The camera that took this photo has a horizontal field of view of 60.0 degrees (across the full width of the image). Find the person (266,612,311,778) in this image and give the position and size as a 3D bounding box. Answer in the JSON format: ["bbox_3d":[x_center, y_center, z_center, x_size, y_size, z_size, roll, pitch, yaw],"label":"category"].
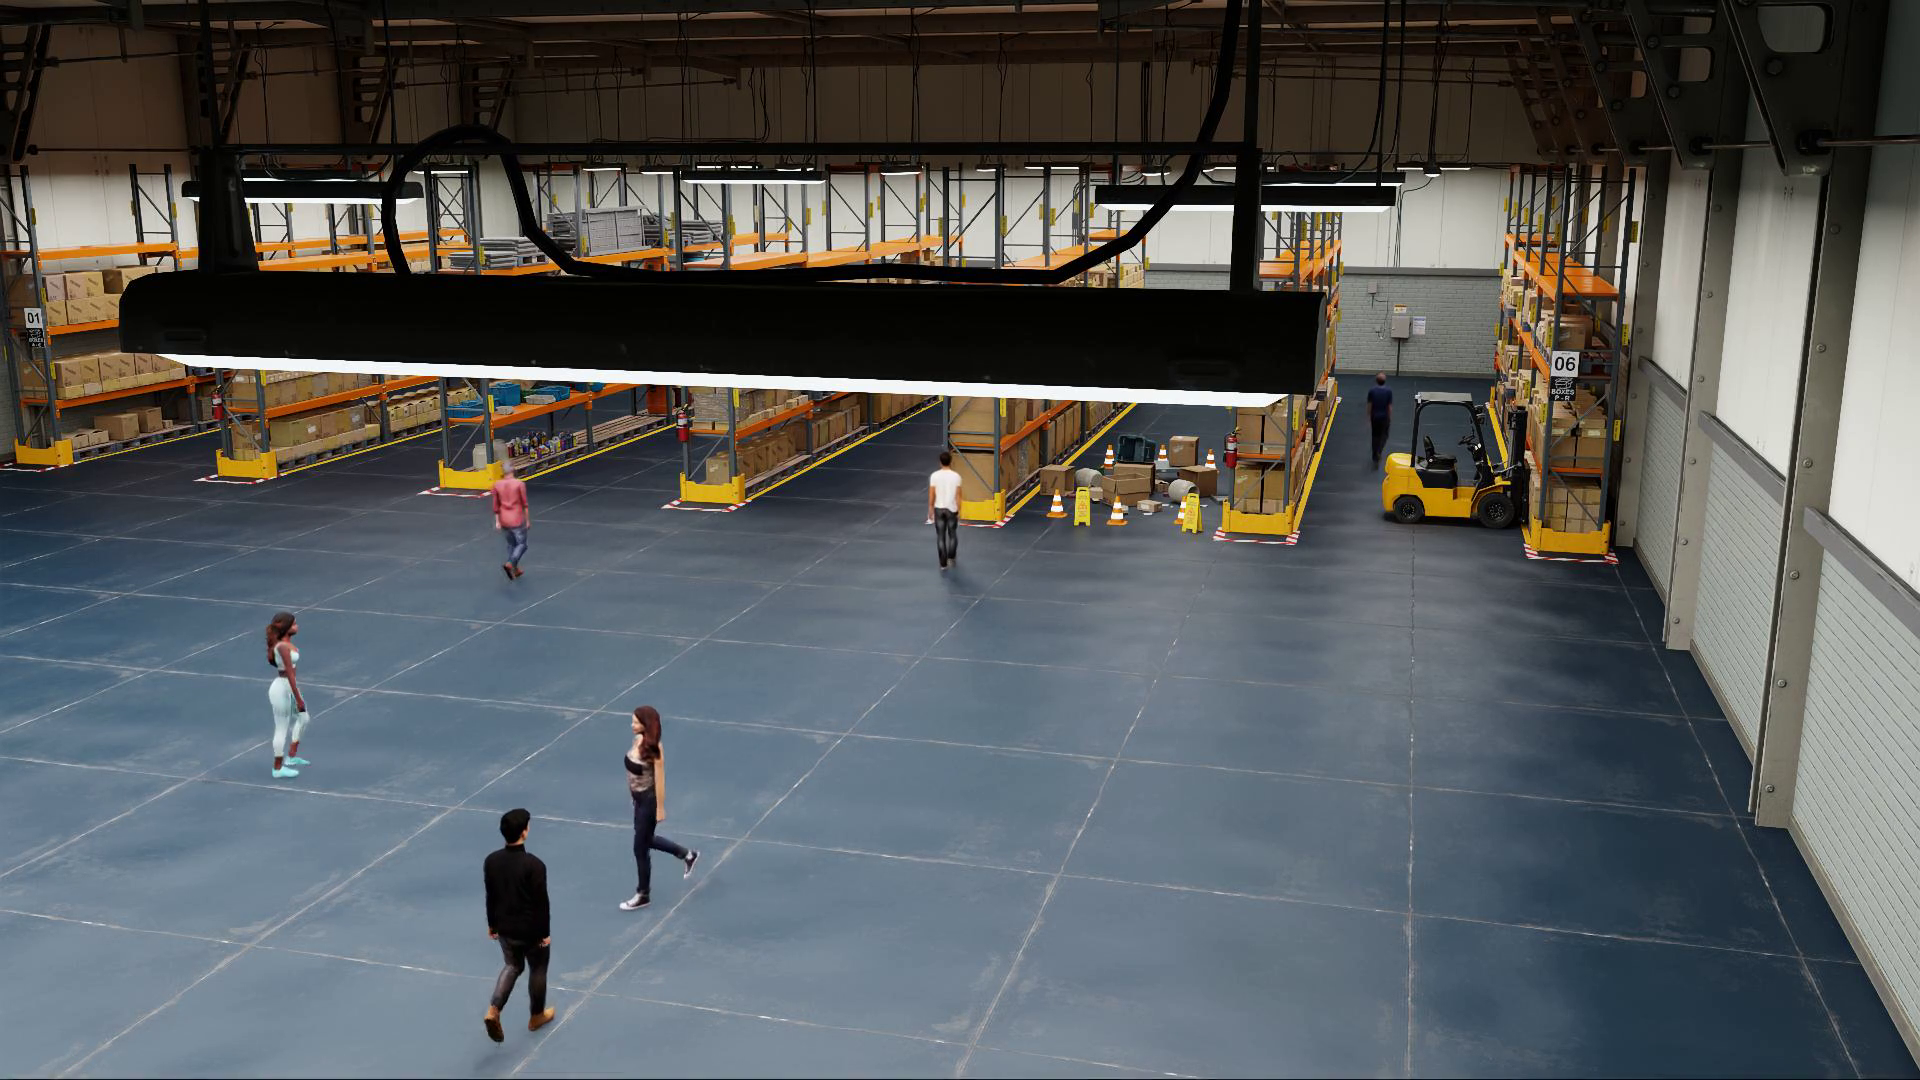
[{"bbox_3d":[-6.914,1.581,16.818,0.772,1.712,0.700,-4,14,-16],"label":"person"}]

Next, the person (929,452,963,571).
[{"bbox_3d":[-0.229,-0.425,25.346,0.821,1.774,1.120,0,13,1],"label":"person"}]

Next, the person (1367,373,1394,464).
[{"bbox_3d":[8.576,-2.470,33.984,0.758,1.859,0.920,6,14,25],"label":"person"}]

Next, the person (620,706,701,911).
[{"bbox_3d":[-2.547,2.216,13.985,1.077,1.753,0.993,-9,16,-33],"label":"person"}]

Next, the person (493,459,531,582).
[{"bbox_3d":[-6.629,-0.262,24.558,0.702,1.810,0.982,3,13,11],"label":"person"}]

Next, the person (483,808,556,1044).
[{"bbox_3d":[-3.146,2.749,11.790,0.678,1.706,0.911,4,14,19],"label":"person"}]
